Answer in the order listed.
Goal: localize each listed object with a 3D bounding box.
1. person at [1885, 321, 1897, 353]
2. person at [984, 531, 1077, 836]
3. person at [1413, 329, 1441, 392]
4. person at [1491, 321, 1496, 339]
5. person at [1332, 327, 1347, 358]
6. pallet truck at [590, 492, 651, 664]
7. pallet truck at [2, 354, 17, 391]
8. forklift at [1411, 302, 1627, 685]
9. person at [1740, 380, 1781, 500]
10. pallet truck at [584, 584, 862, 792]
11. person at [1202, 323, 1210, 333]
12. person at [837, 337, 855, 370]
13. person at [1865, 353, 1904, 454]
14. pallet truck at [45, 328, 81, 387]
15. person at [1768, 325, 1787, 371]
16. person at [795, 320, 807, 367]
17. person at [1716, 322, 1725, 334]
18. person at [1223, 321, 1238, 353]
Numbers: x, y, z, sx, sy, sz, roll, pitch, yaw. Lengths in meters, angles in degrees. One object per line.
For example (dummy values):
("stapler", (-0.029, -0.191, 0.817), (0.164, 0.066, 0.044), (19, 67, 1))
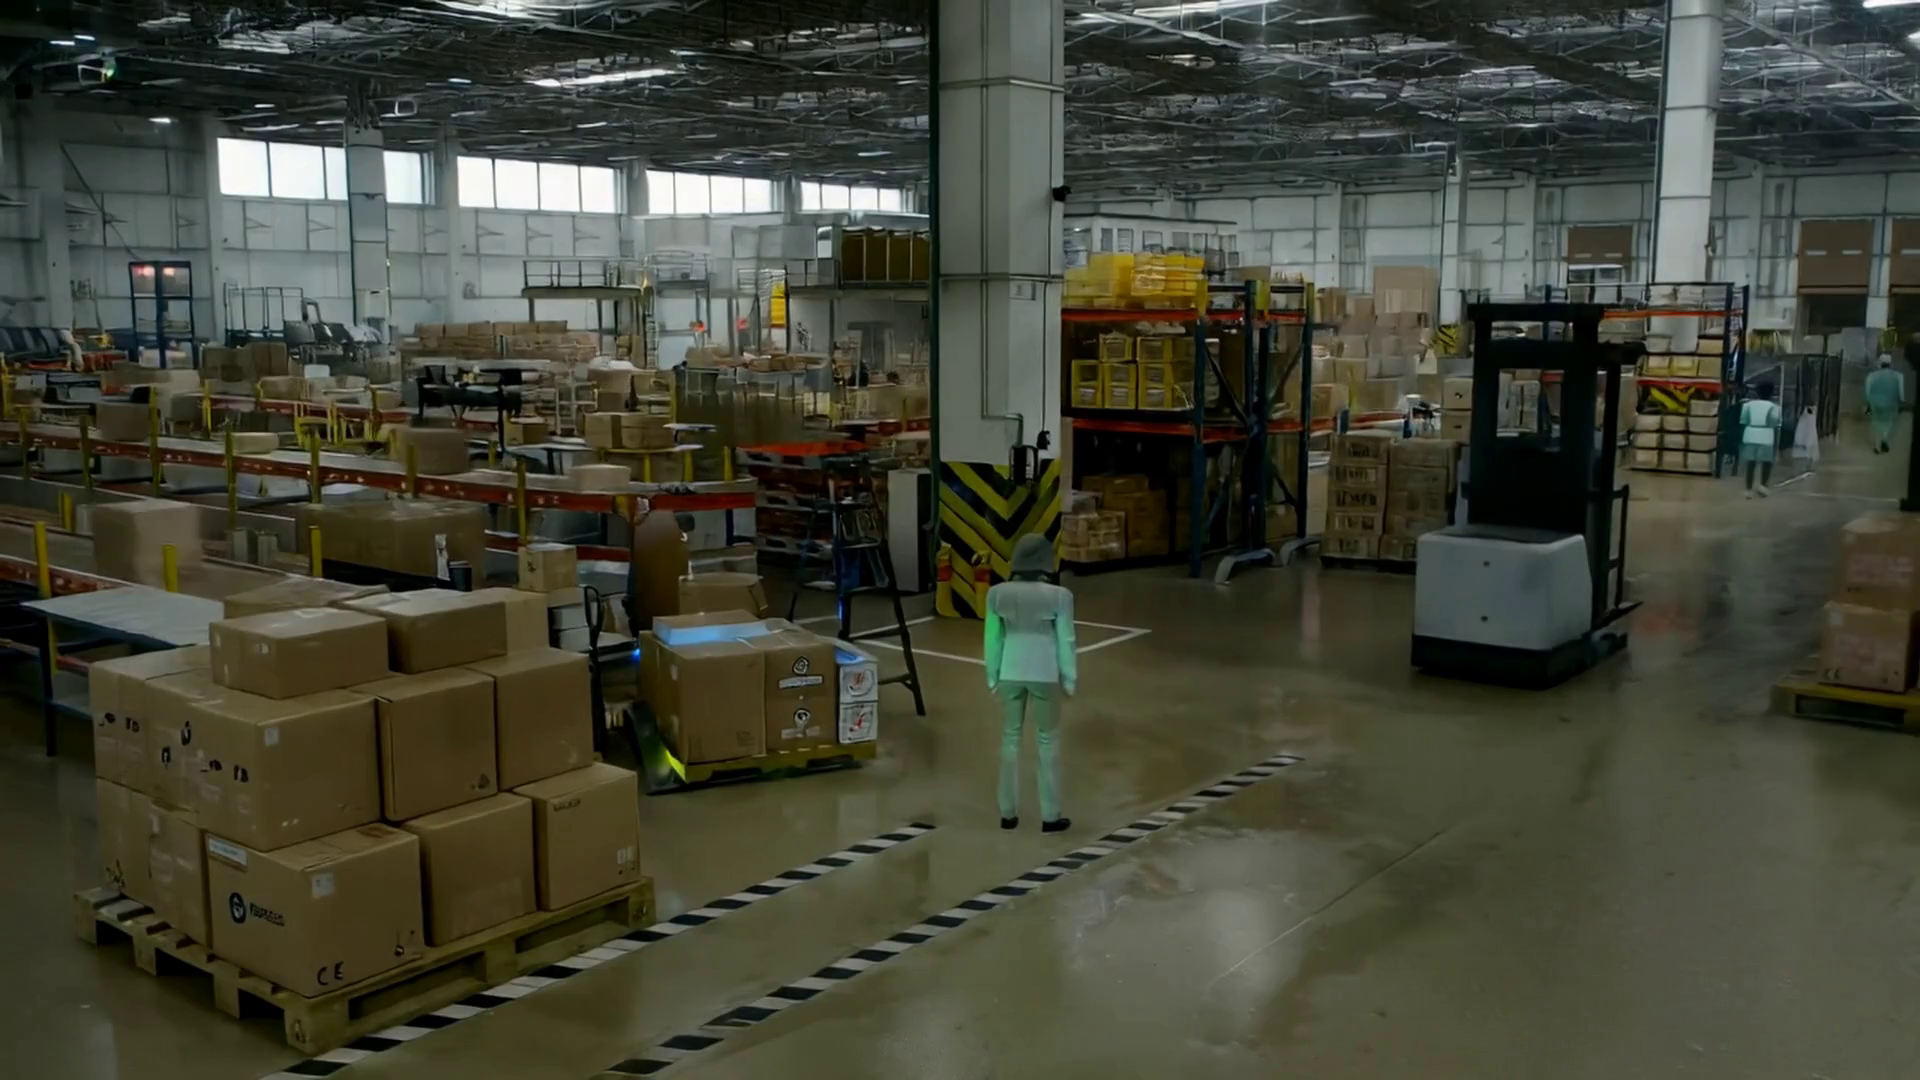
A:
("person", (33.210, -6.859, 59.385), (0.409, 1.917, 0.587), (1, 8, 6))
("person", (0.378, 0.767, 8.908), (0.503, 1.632, 0.271), (3, 9, 20))
("person", (12.021, -4.425, 42.547), (1.029, 2.000, 0.700), (8, 11, 42))
("person", (20.874, -7.756, 65.418), (0.601, 1.923, 0.630), (8, 11, 42))
("person", (12.089, -5.884, 53.120), (0.807, 1.820, 0.595), (-1, 8, -6))
("pallet truck", (-3.115, 0.344, 12.883), (0.653, 1.274, 1.630), (7, 11, 37))
("pallet truck", (-24.881, -4.417, 42.634), (1.885, 1.965, 0.823), (8, 11, 41))
("forklift", (4.379, -0.438, 12.852), (1.129, 2.768, 1.873), (7, 11, 37))
("person", (11.198, -1.391, 23.297), (0.546, 1.686, 0.366), (7, 11, 38))
("pallet truck", (-1.426, 0.805, 10.019), (1.601, 1.201, 0.680), (-4, 9, -26))
("person", (7.464, -5.503, 49.939), (0.916, 2.013, 0.616), (0, 8, -1))
("person", (-2.952, -4.394, 43.264), (0.534, 1.765, 0.324), (3, 9, 20))
("person", (16.608, -2.440, 29.901), (0.621, 1.815, 0.424), (6, 10, 36))
("pallet truck", (-23.775, -4.544, 43.495), (1.885, 1.965, 0.823), (6, 10, 35))
("person", (30.488, -7.143, 61.954), (0.663, 1.725, 0.492), (3, 9, 22))
("person", (-6.267, -7.695, 65.175), (0.628, 1.855, 0.707), (-7, 11, -39))
("person", (25.845, -6.463, 56.721), (0.593, 1.911, 0.559), (-6, 10, -33))
("person", (10.717, -7.745, 65.695), (0.660, 1.806, 0.874), (4, 9, 23))
